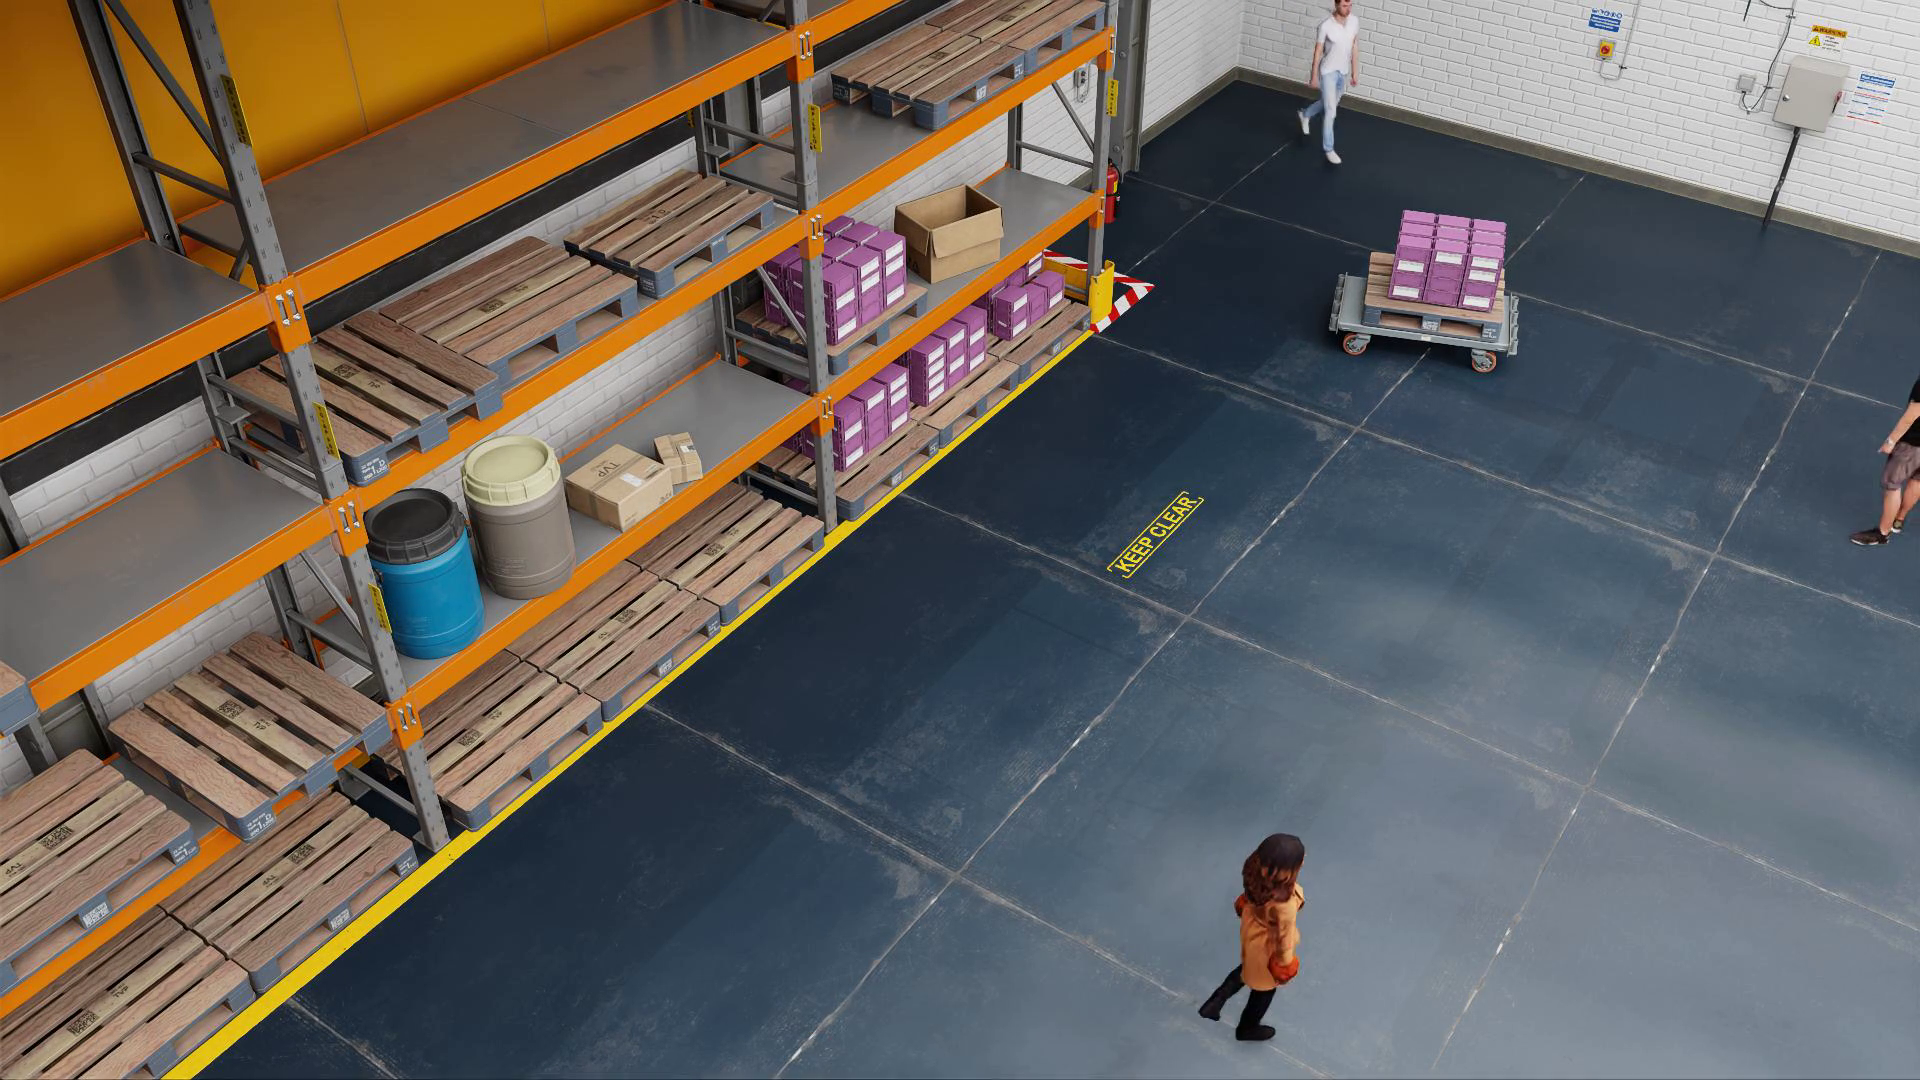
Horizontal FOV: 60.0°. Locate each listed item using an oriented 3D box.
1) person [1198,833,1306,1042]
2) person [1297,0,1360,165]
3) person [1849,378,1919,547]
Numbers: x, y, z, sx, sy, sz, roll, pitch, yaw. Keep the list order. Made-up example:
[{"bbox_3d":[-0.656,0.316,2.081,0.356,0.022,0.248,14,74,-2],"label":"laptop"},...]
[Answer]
[{"bbox_3d":[1.562,2.187,8.978,0.999,1.713,0.937,-9,40,-11],"label":"person"},{"bbox_3d":[3.975,-5.061,17.970,1.189,1.817,1.056,-18,42,-21],"label":"person"},{"bbox_3d":[7.330,-0.797,12.618,0.675,1.833,0.970,-12,40,-14],"label":"person"}]
